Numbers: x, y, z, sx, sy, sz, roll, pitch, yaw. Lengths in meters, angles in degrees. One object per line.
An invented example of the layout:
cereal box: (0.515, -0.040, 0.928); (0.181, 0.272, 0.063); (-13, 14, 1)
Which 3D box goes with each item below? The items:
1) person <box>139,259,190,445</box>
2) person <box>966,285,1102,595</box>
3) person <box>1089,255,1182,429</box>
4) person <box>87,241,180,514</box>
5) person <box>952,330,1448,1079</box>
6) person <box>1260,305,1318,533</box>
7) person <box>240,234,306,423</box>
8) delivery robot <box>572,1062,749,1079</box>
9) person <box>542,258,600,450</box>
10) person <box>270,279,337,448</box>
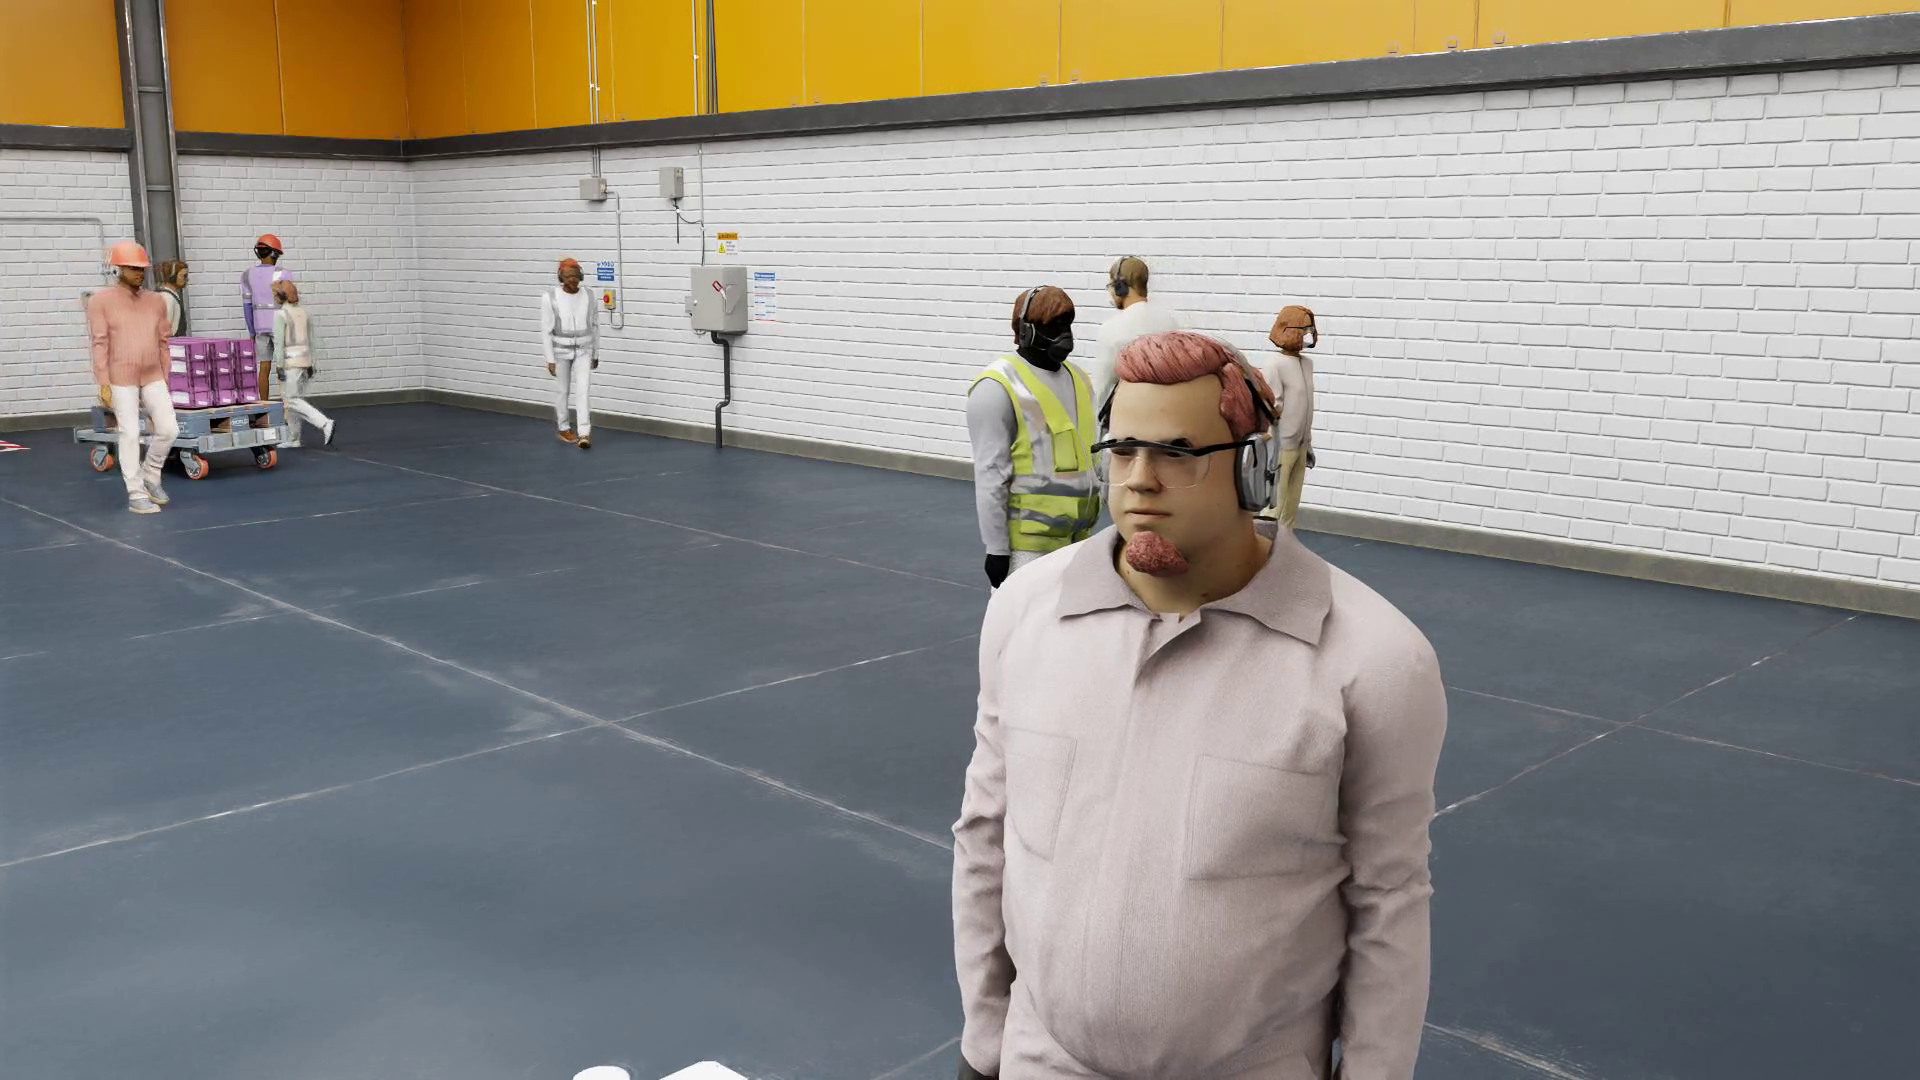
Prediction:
person: (-7.607, -1.761, 15.799); (0.813, 1.812, 0.530); (-6, 12, -28)
person: (0.305, -0.011, 6.146); (0.429, 1.842, 0.633); (8, 13, 39)
person: (0.903, -0.558, 8.933); (0.700, 1.905, 0.660); (7, 13, 34)
person: (-5.986, -1.167, 12.088); (0.427, 1.980, 0.618); (7, 13, 35)
person: (0.265, 0.687, 2.160); (0.639, 1.910, 0.407); (5, 12, 26)
person: (1.863, -0.505, 9.408); (0.285, 1.633, 0.497); (8, 13, 36)
person: (-7.424, -2.281, 17.999); (0.605, 2.036, 0.383); (2, 11, 10)
delivery robot: (-0.625, 1.174, 2.939); (0.477, 0.478, 0.707); (10, 14, 42)
person: (-3.711, -1.780, 15.923); (0.571, 1.819, 1.025); (-5, 11, -25)
person: (-6.211, -1.642, 15.652); (0.657, 1.613, 0.528); (2, 11, 10)
